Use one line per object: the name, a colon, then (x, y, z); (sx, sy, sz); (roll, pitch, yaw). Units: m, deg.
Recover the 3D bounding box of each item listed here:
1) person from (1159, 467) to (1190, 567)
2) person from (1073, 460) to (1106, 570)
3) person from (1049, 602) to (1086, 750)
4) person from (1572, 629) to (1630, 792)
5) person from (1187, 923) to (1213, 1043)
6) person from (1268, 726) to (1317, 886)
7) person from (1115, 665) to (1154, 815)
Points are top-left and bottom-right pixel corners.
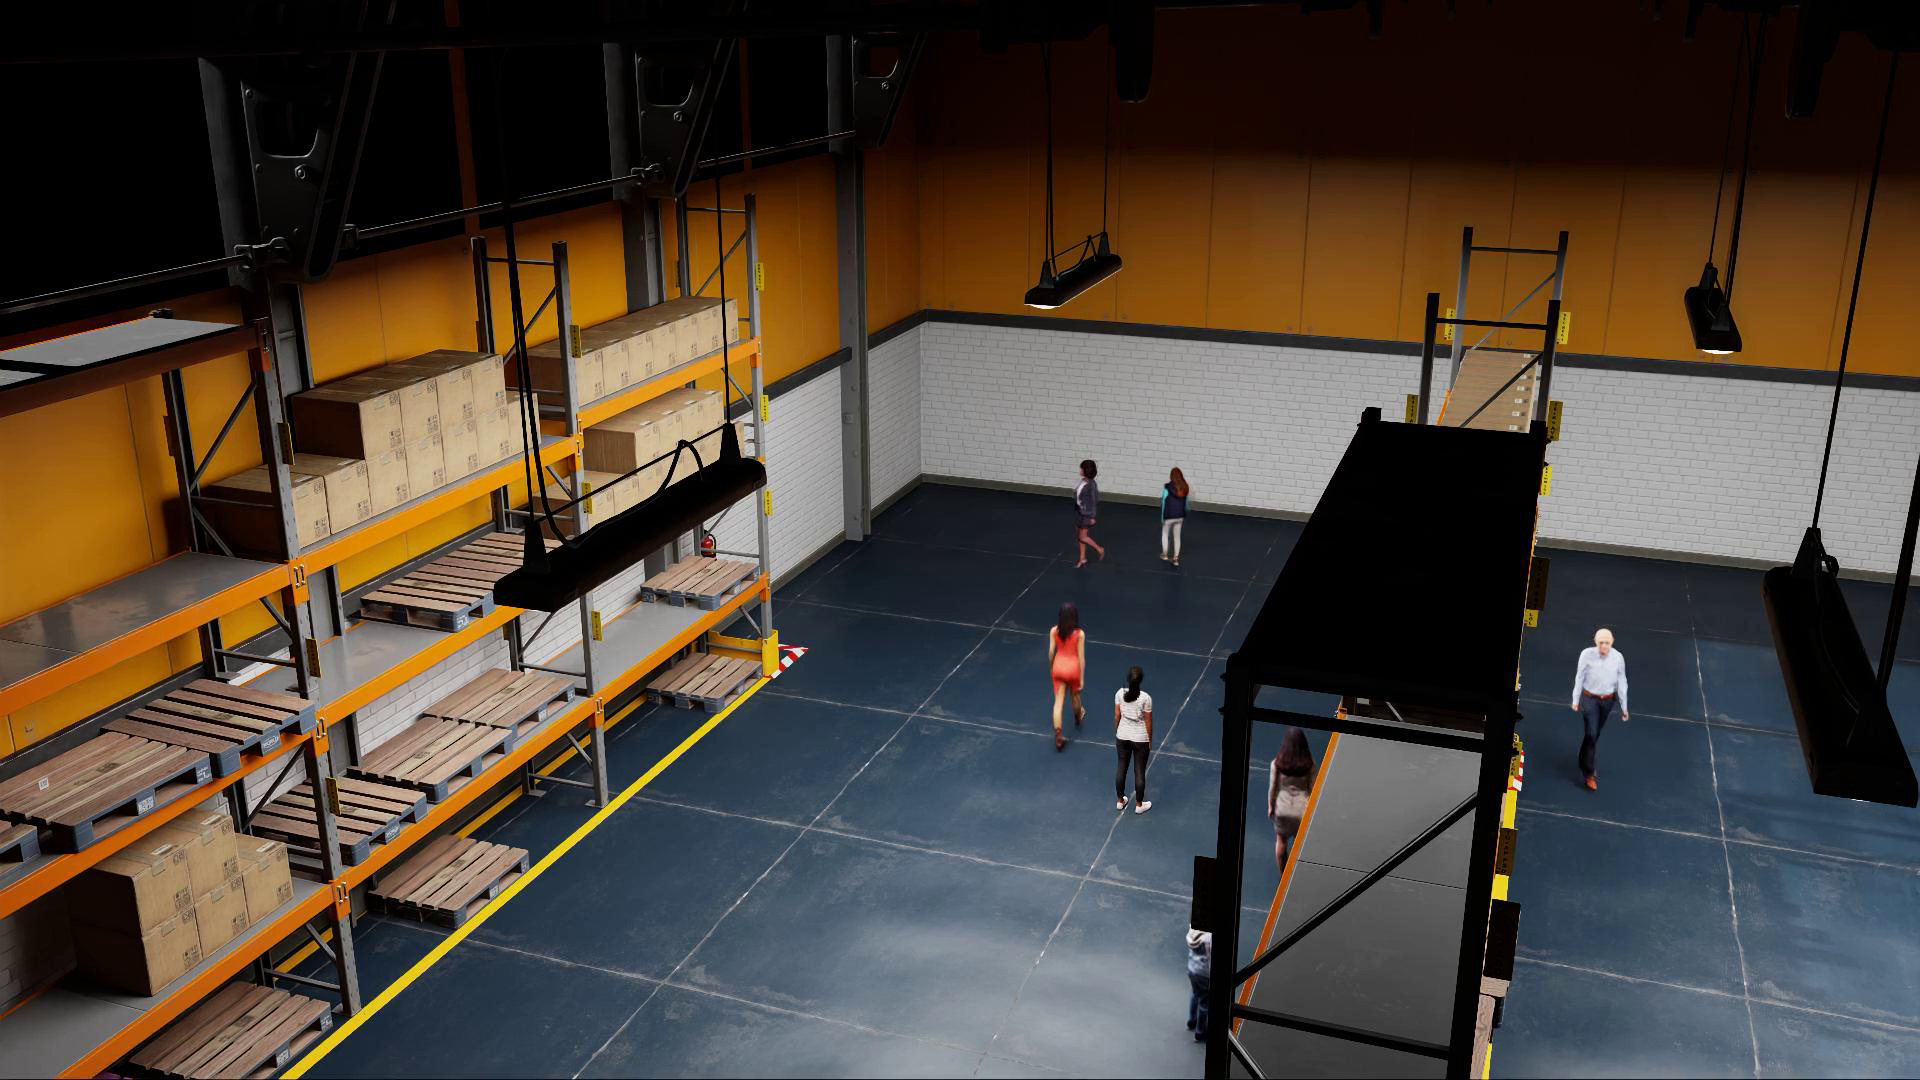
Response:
person: (3.224, -0.332, 24.877); (0.784, 1.480, 0.863); (-5, 19, -15)
person: (1.928, -0.372, 24.665); (0.870, 1.691, 0.821); (-5, 19, -14)
person: (1.191, 1.573, 18.915); (0.637, 1.675, 1.094); (6, 19, 16)
person: (6.943, 1.765, 18.213); (0.877, 1.758, 1.053); (-1, 19, -3)
person: (1.994, 3.544, 13.714); (0.650, 1.259, 0.583); (-6, 20, -18)
person: (3.148, 2.611, 15.745); (0.675, 1.730, 0.855); (3, 19, 10)
person: (1.817, 2.078, 17.460); (0.594, 1.645, 0.571); (10, 21, 27)
